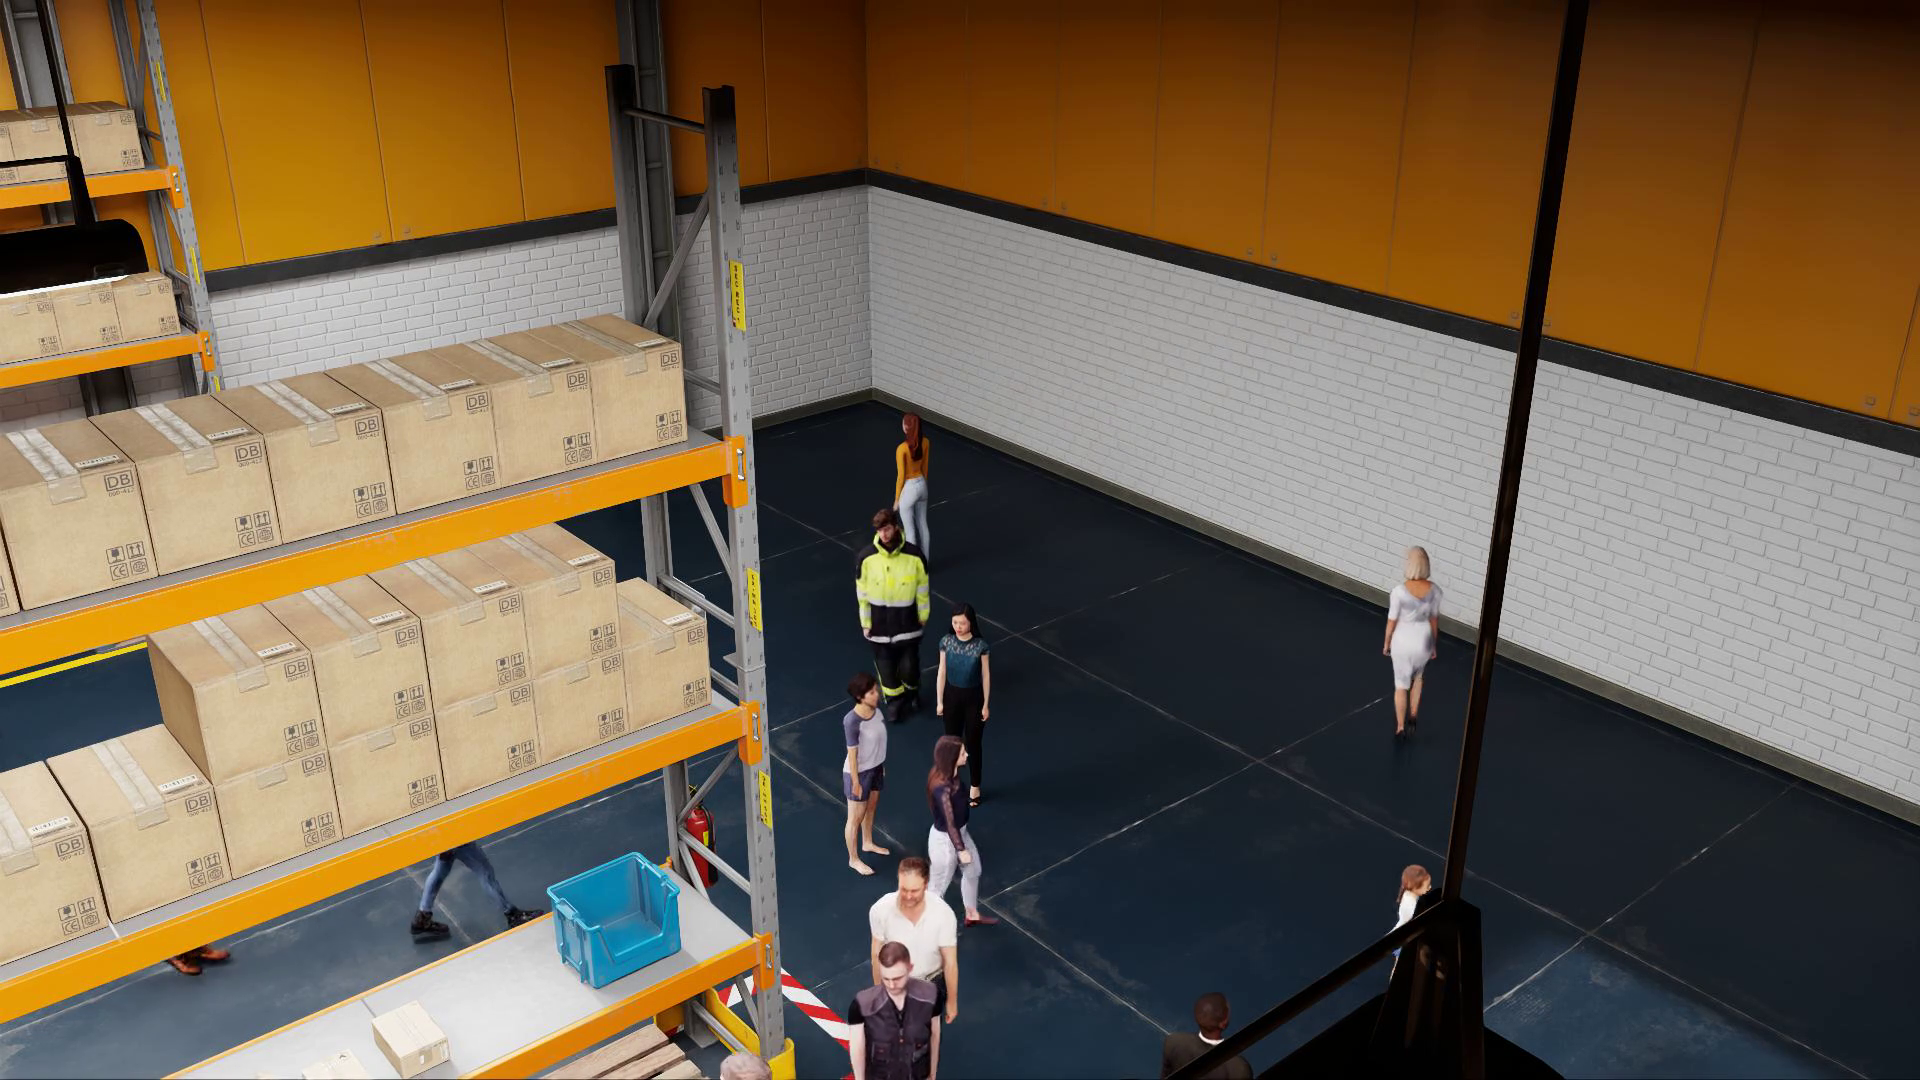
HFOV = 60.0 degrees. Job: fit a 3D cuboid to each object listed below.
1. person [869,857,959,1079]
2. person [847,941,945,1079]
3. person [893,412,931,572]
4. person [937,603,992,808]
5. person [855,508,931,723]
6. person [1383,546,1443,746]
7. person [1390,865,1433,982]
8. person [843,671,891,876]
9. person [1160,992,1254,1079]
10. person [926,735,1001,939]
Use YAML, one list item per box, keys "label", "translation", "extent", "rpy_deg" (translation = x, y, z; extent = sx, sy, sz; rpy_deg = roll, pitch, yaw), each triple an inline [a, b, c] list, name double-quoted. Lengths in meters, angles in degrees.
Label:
- label: "person"
  translation: [-0.241, 2.548, 9.721]
  extent: [1.021, 1.830, 1.103]
  rpy_deg: [4, 24, 9]
- label: "person"
  translation: [-0.377, 2.875, 9.038]
  extent: [1.218, 1.778, 1.148]
  rpy_deg: [-4, 24, -9]
- label: "person"
  translation: [-0.466, -0.463, 16.708]
  extent: [0.507, 1.751, 0.653]
  rpy_deg: [-21, 31, -39]
- label: "person"
  translation: [0.034, 1.262, 12.779]
  extent: [0.636, 1.736, 0.669]
  rpy_deg: [5, 24, 12]
- label: "person"
  translation: [-0.573, 0.595, 14.026]
  extent: [0.918, 1.959, 0.996]
  rpy_deg: [-2, 24, -5]
- label: "person"
  translation: [3.720, 0.904, 13.596]
  extent: [0.677, 1.738, 0.754]
  rpy_deg: [-1, 24, -3]
- label: "person"
  translation: [2.858, 2.533, 10.772]
  extent: [0.543, 1.014, 0.454]
  rpy_deg: [9, 25, 19]
- label: "person"
  translation: [-0.695, 1.656, 12.089]
  extent: [0.697, 1.566, 0.583]
  rpy_deg: [11, 26, 24]
- label: "person"
  translation: [1.249, 3.081, 8.538]
  extent: [0.729, 1.800, 0.666]
  rpy_deg: [13, 27, 28]
- label: "person"
  translation: [-0.136, 2.028, 11.203]
  extent: [0.861, 1.596, 0.804]
  rpy_deg: [3, 24, 6]
